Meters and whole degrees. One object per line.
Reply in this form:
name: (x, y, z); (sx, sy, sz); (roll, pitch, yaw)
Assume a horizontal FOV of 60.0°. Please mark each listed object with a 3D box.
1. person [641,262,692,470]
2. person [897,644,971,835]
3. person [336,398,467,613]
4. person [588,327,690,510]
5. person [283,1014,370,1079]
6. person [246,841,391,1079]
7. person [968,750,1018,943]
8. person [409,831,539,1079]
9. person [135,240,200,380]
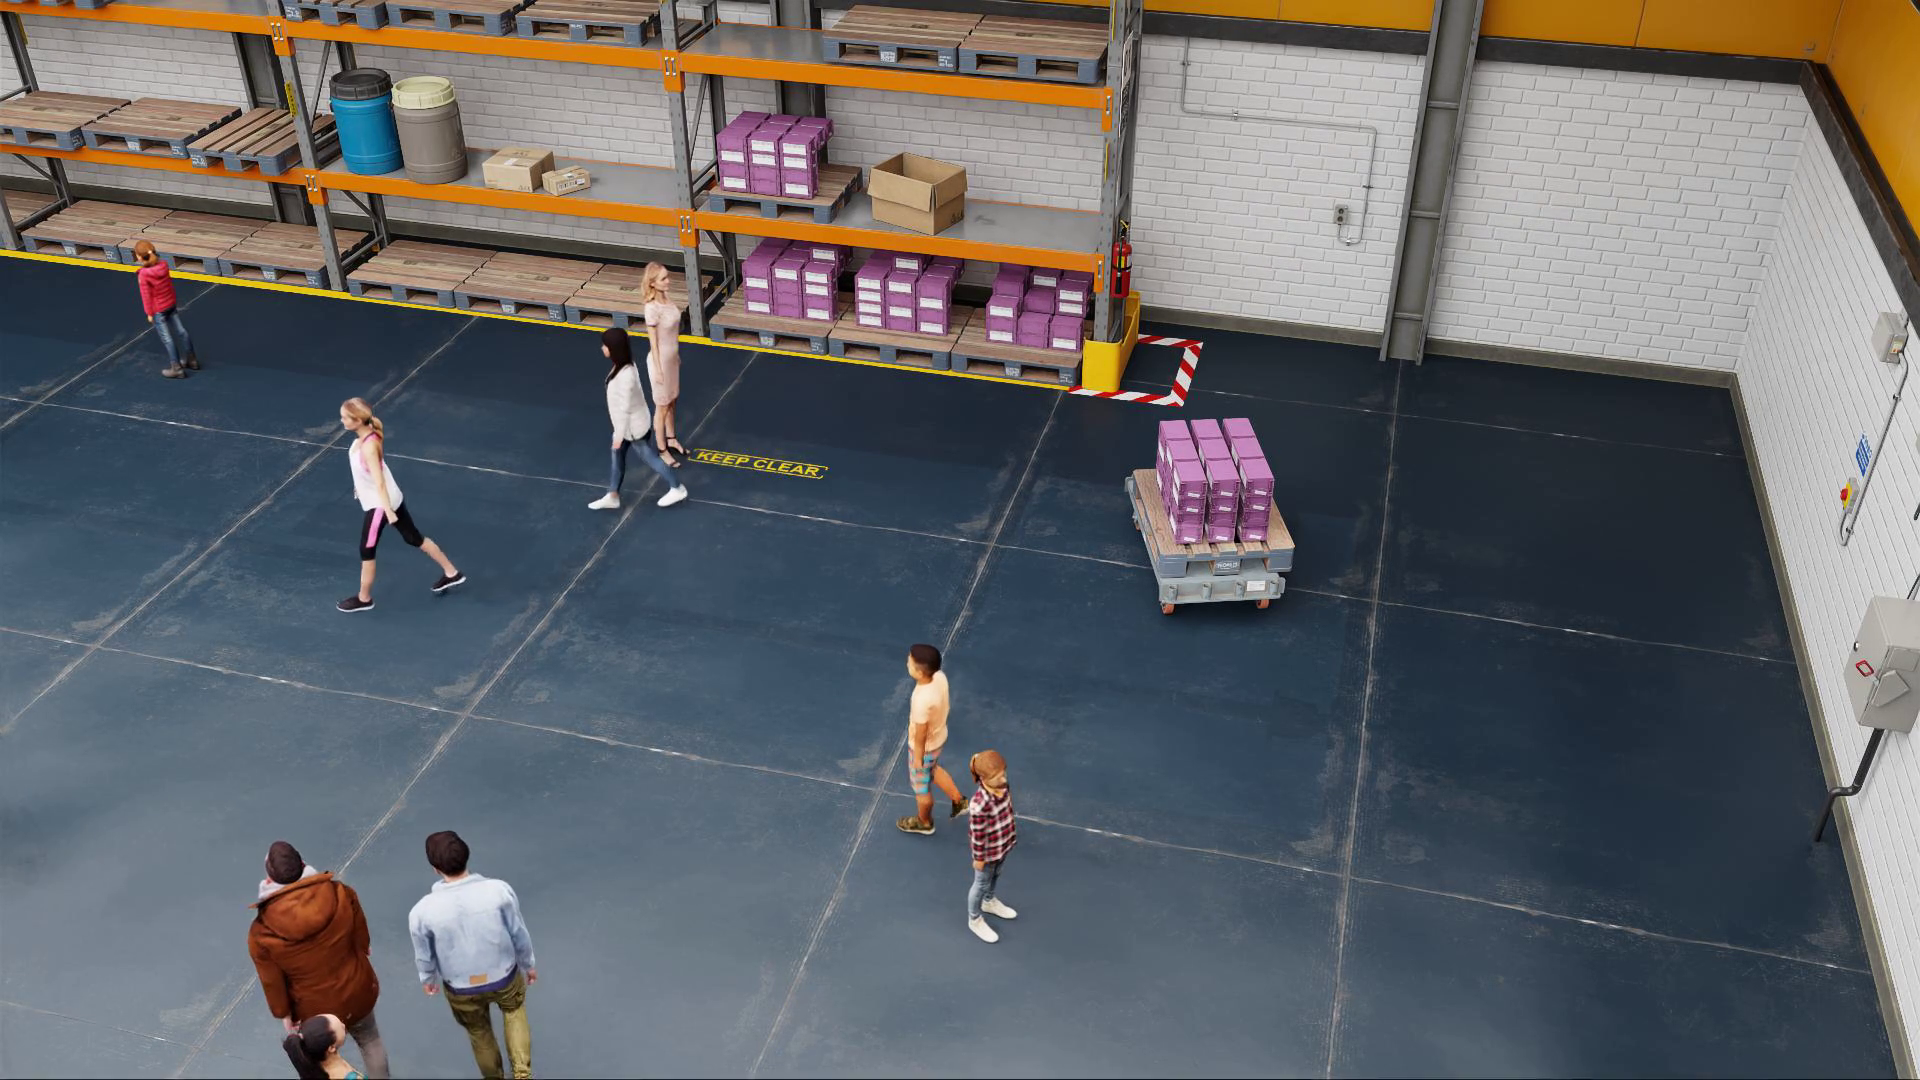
person: (-2.480, -1.474, 13.883); (0.491, 1.830, 0.561); (9, 35, 13)
person: (-0.135, 1.232, 10.153); (0.699, 1.453, 0.549); (11, 35, 15)
person: (-4.111, -0.274, 12.156); (1.247, 1.743, 1.008); (-8, 35, -12)
person: (-2.539, -0.934, 13.279); (1.134, 1.601, 0.989); (-11, 35, -15)
person: (-2.778, 2.770, 7.628); (0.474, 1.686, 0.657); (15, 37, 22)
person: (-3.100, 2.273, 8.259); (0.925, 1.815, 0.987); (-20, 39, -28)
person: (0.169, 1.719, 9.554); (0.577, 1.305, 0.584); (18, 38, 25)
person: (-2.384, 2.240, 8.329); (0.870, 1.794, 0.942); (-13, 36, -19)
person: (-7.343, -2.137, 15.348); (0.491, 1.313, 0.509); (11, 35, 16)
